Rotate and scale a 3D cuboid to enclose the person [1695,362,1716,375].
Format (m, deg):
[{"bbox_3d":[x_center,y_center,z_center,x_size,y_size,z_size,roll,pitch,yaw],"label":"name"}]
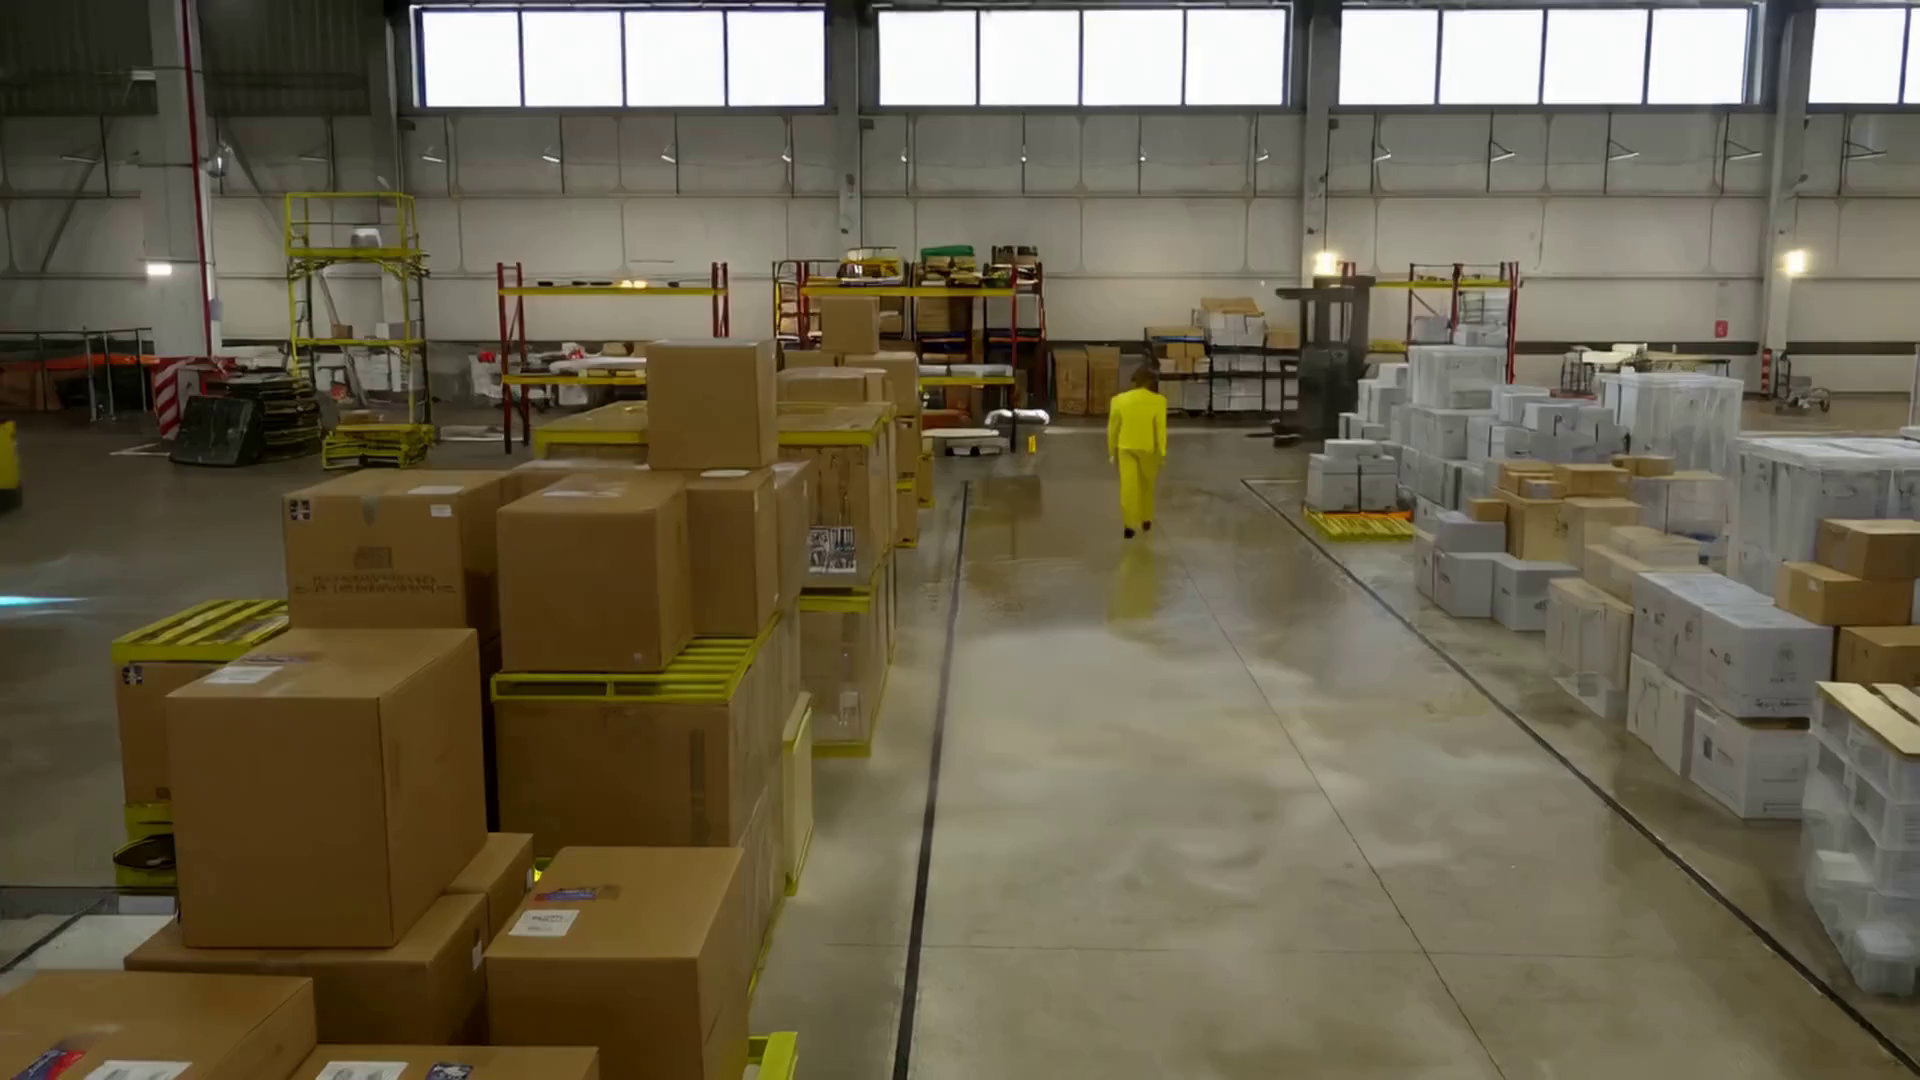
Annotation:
[{"bbox_3d":[9.142,-1.280,20.478,0.644,1.821,0.786,-3,10,-20],"label":"person"}]

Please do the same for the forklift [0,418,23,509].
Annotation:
[{"bbox_3d":[-12.457,-1.720,19.936,1.873,2.768,1.129,-4,10,-25],"label":"forklift"}]

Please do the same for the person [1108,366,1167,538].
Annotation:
[{"bbox_3d":[1.983,-1.001,18.596,0.672,1.884,1.015,2,10,10],"label":"person"}]

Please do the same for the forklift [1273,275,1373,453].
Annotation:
[{"bbox_3d":[6.135,-2.870,26.825,1.873,2.768,1.129,-8,12,-39],"label":"forklift"}]
